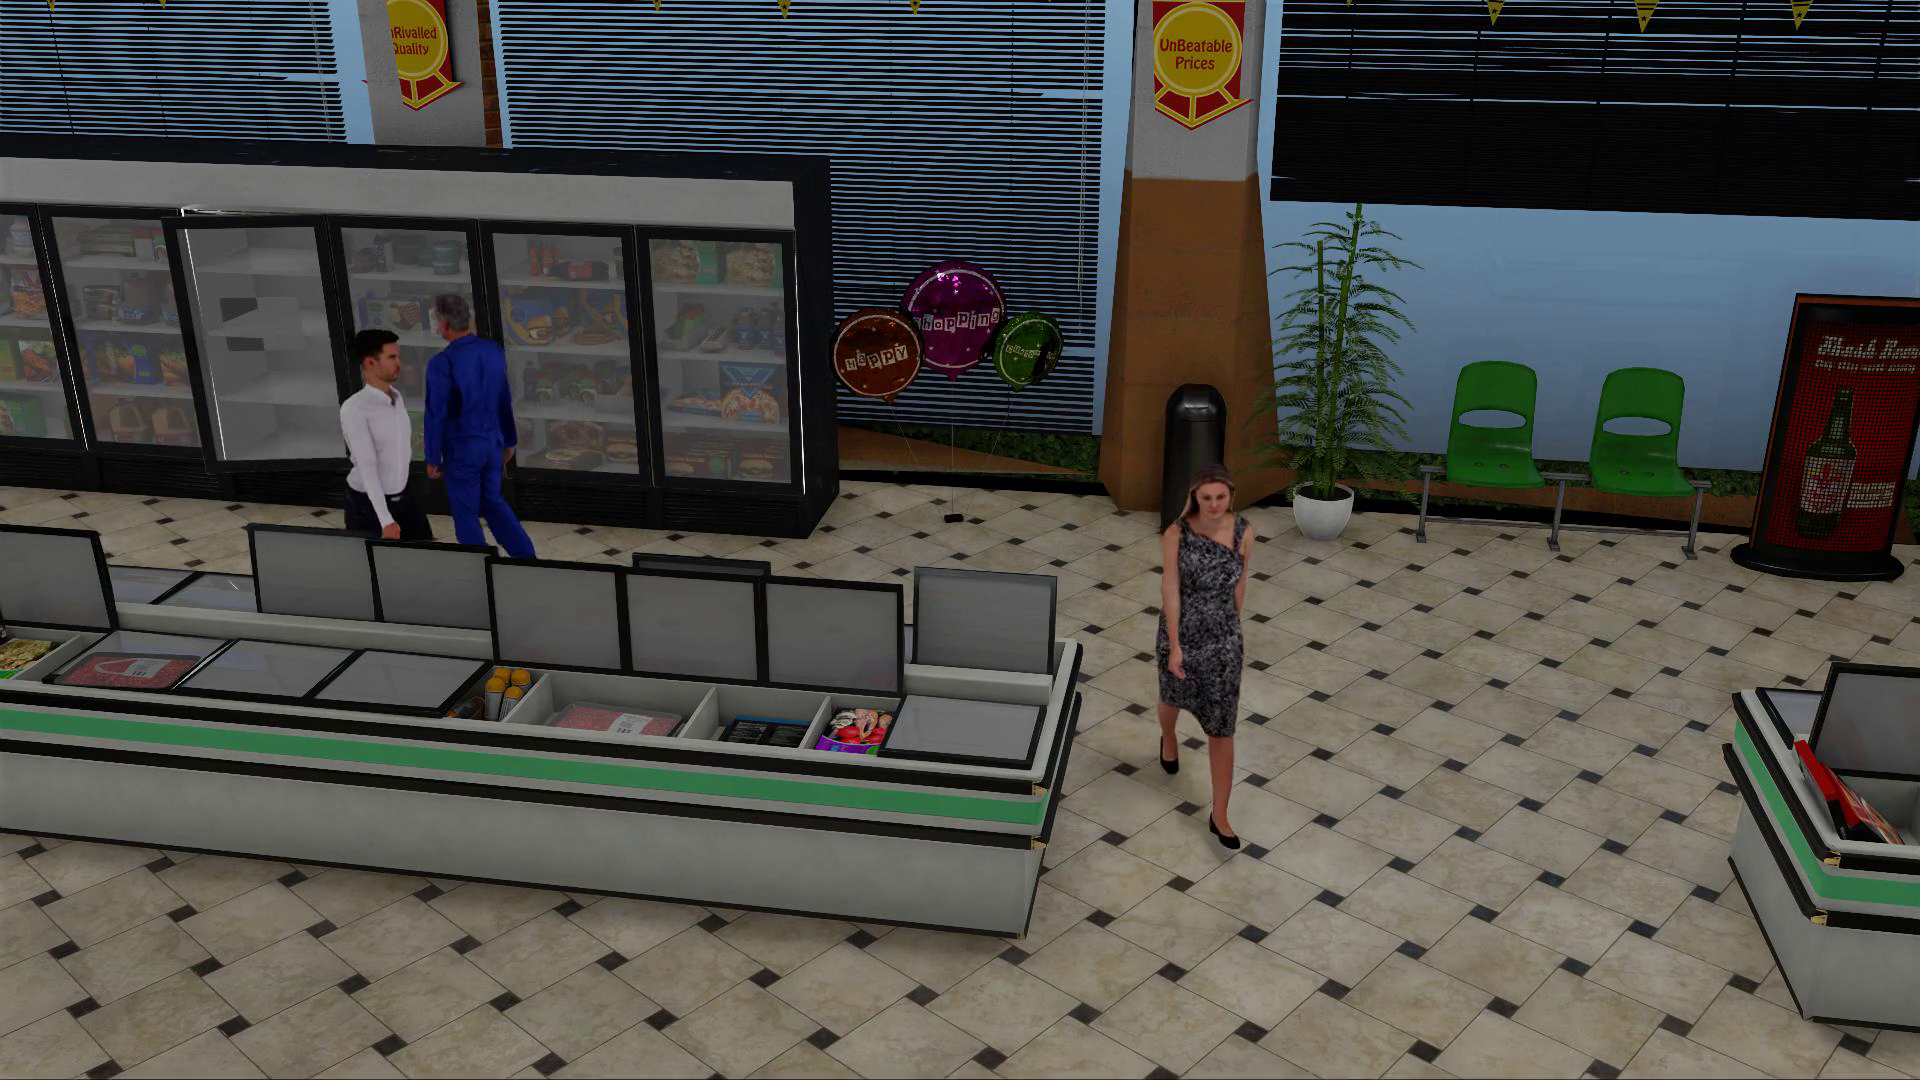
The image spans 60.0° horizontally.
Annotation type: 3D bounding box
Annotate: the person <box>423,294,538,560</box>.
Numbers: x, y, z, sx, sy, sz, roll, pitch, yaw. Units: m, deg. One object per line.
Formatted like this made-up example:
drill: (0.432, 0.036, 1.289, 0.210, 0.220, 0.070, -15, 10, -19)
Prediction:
person: (-2.732, -0.496, 9.552, 0.906, 1.809, 0.874, 13, 25, 29)

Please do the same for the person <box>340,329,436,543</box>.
person: (-3.126, -0.182, 8.759, 1.340, 1.817, 0.877, 10, 24, 24)

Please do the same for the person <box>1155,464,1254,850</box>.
person: (1.040, 0.435, 7.453, 1.140, 1.646, 0.755, -1, 22, -1)
